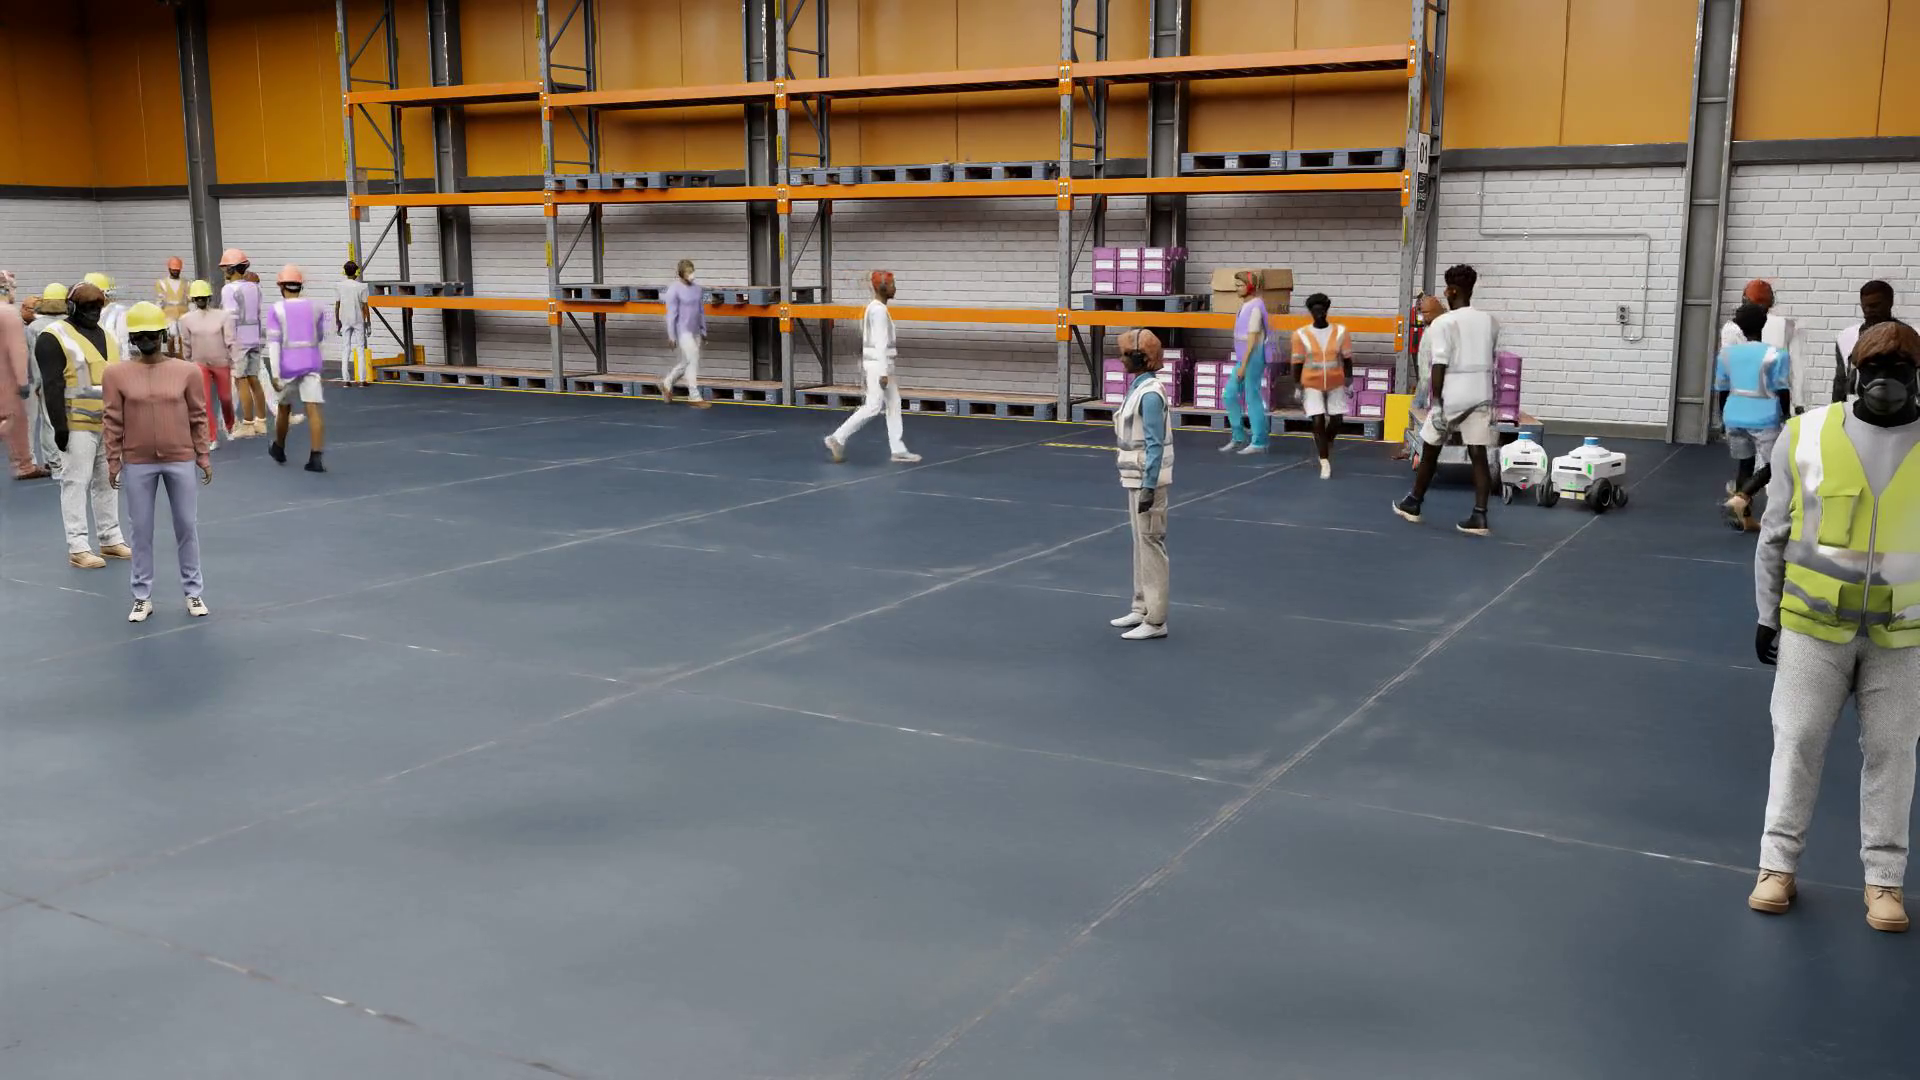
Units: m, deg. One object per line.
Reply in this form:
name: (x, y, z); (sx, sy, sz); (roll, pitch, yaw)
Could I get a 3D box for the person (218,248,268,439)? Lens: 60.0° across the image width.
person: (-7.763, -2.110, 17.936); (0.378, 2.041, 0.616); (1, 10, 7)

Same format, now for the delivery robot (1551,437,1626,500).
delivery robot: (4.981, -0.571, 13.166); (0.477, 0.478, 0.707); (9, 14, 43)

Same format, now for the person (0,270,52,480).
person: (-8.414, -1.412, 14.501); (0.662, 1.868, 0.803); (8, 13, 37)

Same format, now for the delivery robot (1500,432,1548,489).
delivery robot: (4.589, -0.637, 13.543); (0.477, 0.478, 0.707); (3, 10, 16)

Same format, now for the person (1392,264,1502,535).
person: (3.581, -1.039, 12.173); (0.611, 1.924, 0.950); (-3, 11, -19)

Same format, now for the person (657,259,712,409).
person: (-3.571, -2.651, 21.386); (0.853, 1.915, 0.632); (5, 11, 27)

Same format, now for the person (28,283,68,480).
person: (-7.987, -1.409, 14.822); (0.492, 1.740, 0.325); (-3, 11, -18)

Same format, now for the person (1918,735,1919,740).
person: (4.241, -0.074, 6.795); (0.409, 1.909, 0.641); (-10, 14, -44)

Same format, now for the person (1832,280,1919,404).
person: (6.181, -0.808, 11.159); (0.670, 1.844, 1.045); (10, 14, 44)

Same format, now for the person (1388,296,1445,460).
person: (4.536, -1.526, 15.883); (0.730, 1.604, 0.511); (3, 10, 15)

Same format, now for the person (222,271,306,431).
person: (-7.911, -2.124, 18.742); (0.940, 1.776, 0.656); (-5, 11, -27)

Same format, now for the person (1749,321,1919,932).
person: (2.750, 0.263, 5.067); (0.622, 1.845, 0.429); (5, 11, 27)

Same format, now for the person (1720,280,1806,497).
person: (6.150, -1.062, 12.770); (0.566, 1.779, 1.116); (0, 10, 1)

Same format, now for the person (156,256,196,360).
person: (-12.327, -3.505, 26.200); (0.560, 1.910, 0.515); (-6, 11, -29)

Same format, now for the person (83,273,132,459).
person: (-8.297, -1.653, 16.029); (0.597, 1.806, 0.738); (3, 10, 15)

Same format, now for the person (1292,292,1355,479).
person: (3.251, -1.396, 14.971); (0.560, 1.670, 0.565); (1, 10, 4)

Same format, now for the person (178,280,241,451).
person: (-7.678, -1.807, 17.090); (0.568, 1.730, 0.772); (-3, 10, -16)

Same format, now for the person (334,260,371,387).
person: (-8.948, -3.178, 24.512); (0.516, 1.865, 0.323); (-1, 10, -5)

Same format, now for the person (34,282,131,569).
person: (-5.633, -0.746, 10.806); (0.430, 1.838, 0.620); (3, 10, 16)

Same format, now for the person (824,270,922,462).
person: (-0.846, -1.644, 15.872); (0.872, 1.856, 0.586); (-1, 10, -4)

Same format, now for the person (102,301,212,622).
person: (-4.432, -0.430, 9.207); (0.534, 1.767, 0.319); (-5, 11, -25)

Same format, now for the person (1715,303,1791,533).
person: (5.630, -0.848, 11.827); (0.560, 1.669, 0.554); (-6, 12, -30)

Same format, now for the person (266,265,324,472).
person: (-6.194, -1.599, 15.481); (0.544, 1.873, 1.043); (-8, 13, -38)

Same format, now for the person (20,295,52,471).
person: (-8.372, -1.411, 15.138); (0.279, 1.631, 0.504); (4, 11, 19)

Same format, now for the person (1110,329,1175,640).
person: (0.970, -0.291, 8.784); (0.315, 1.636, 0.515); (0, 10, -2)

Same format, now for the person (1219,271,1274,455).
person: (2.795, -1.736, 16.436); (0.594, 1.823, 0.558); (-1, 10, -5)
